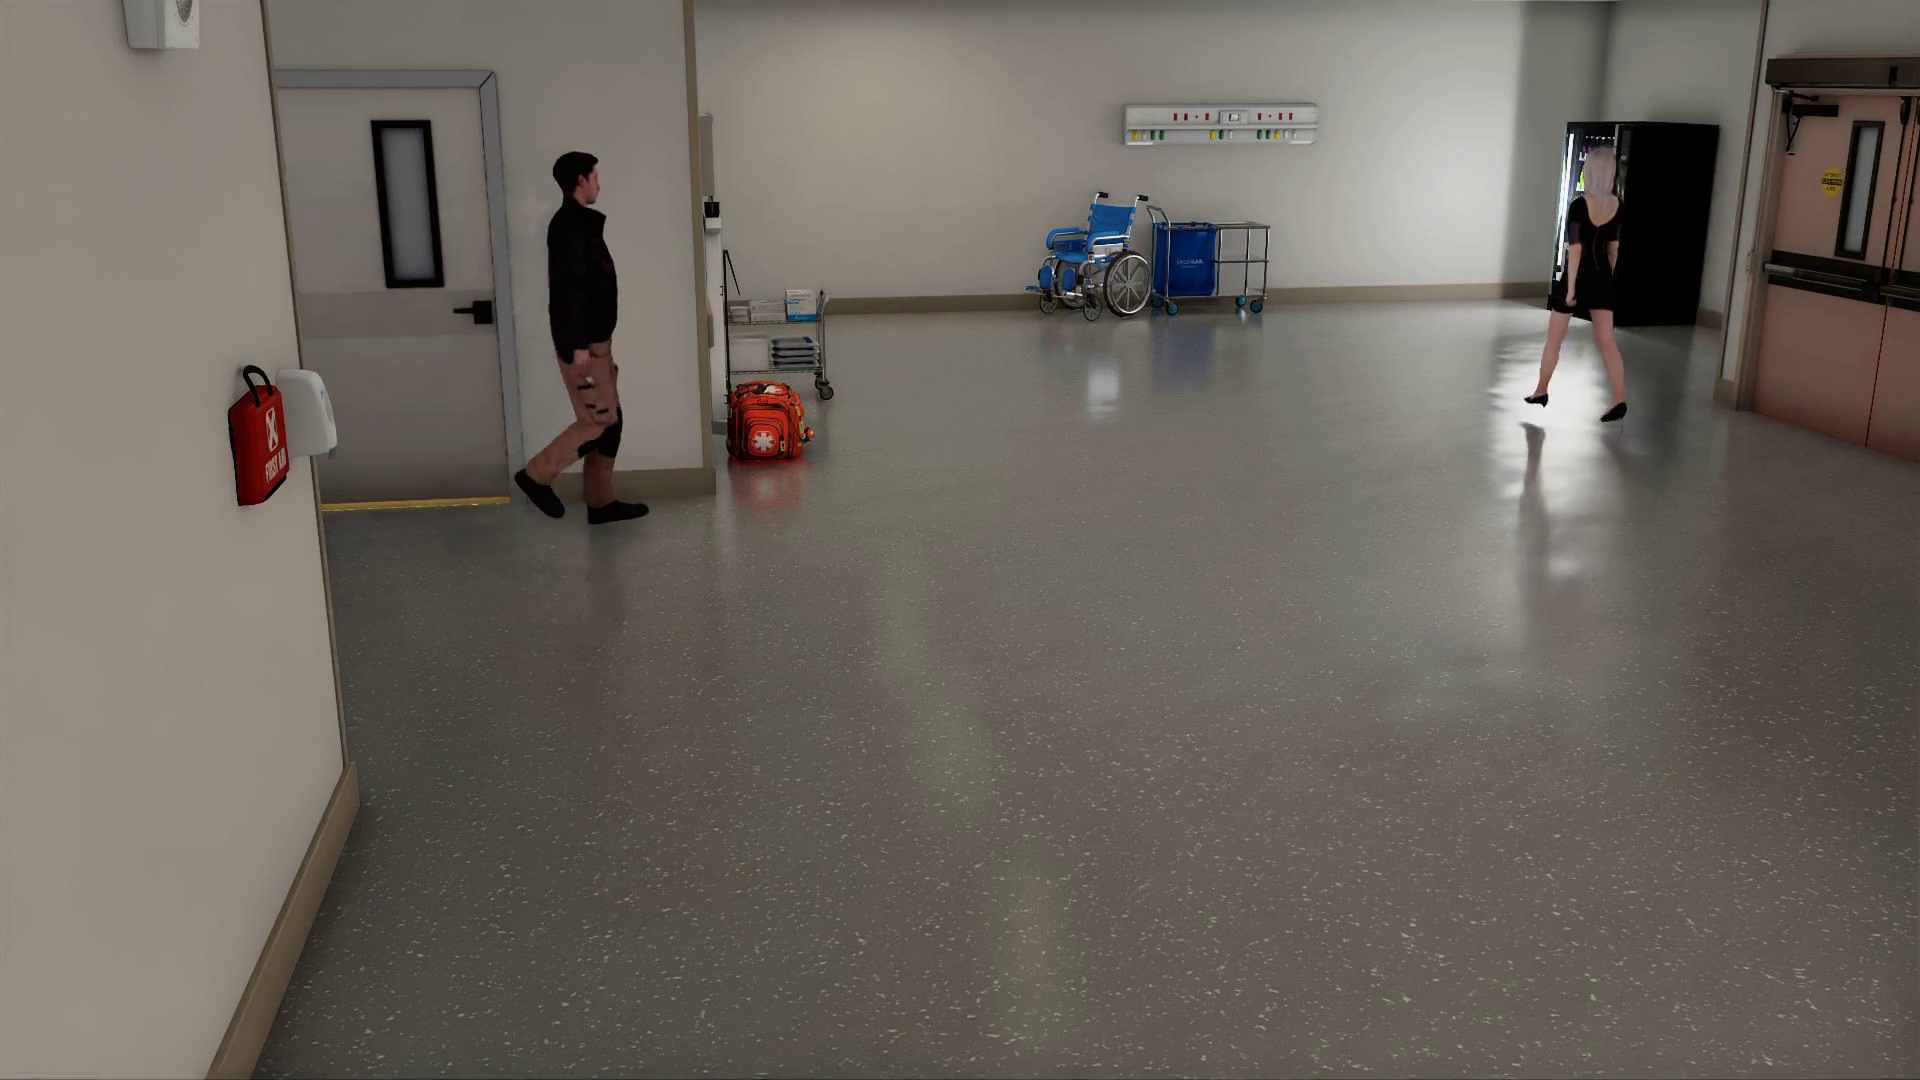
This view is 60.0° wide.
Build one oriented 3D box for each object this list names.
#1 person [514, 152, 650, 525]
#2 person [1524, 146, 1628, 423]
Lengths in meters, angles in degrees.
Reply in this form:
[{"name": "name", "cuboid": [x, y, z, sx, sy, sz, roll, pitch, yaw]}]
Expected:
[{"name": "person", "cuboid": [-2.004, -0.996, 8.507, 0.757, 1.900, 0.821, -3, 16, -9]}, {"name": "person", "cuboid": [4.214, -1.627, 10.972, 0.674, 1.778, 1.206, -5, 16, -17]}]
